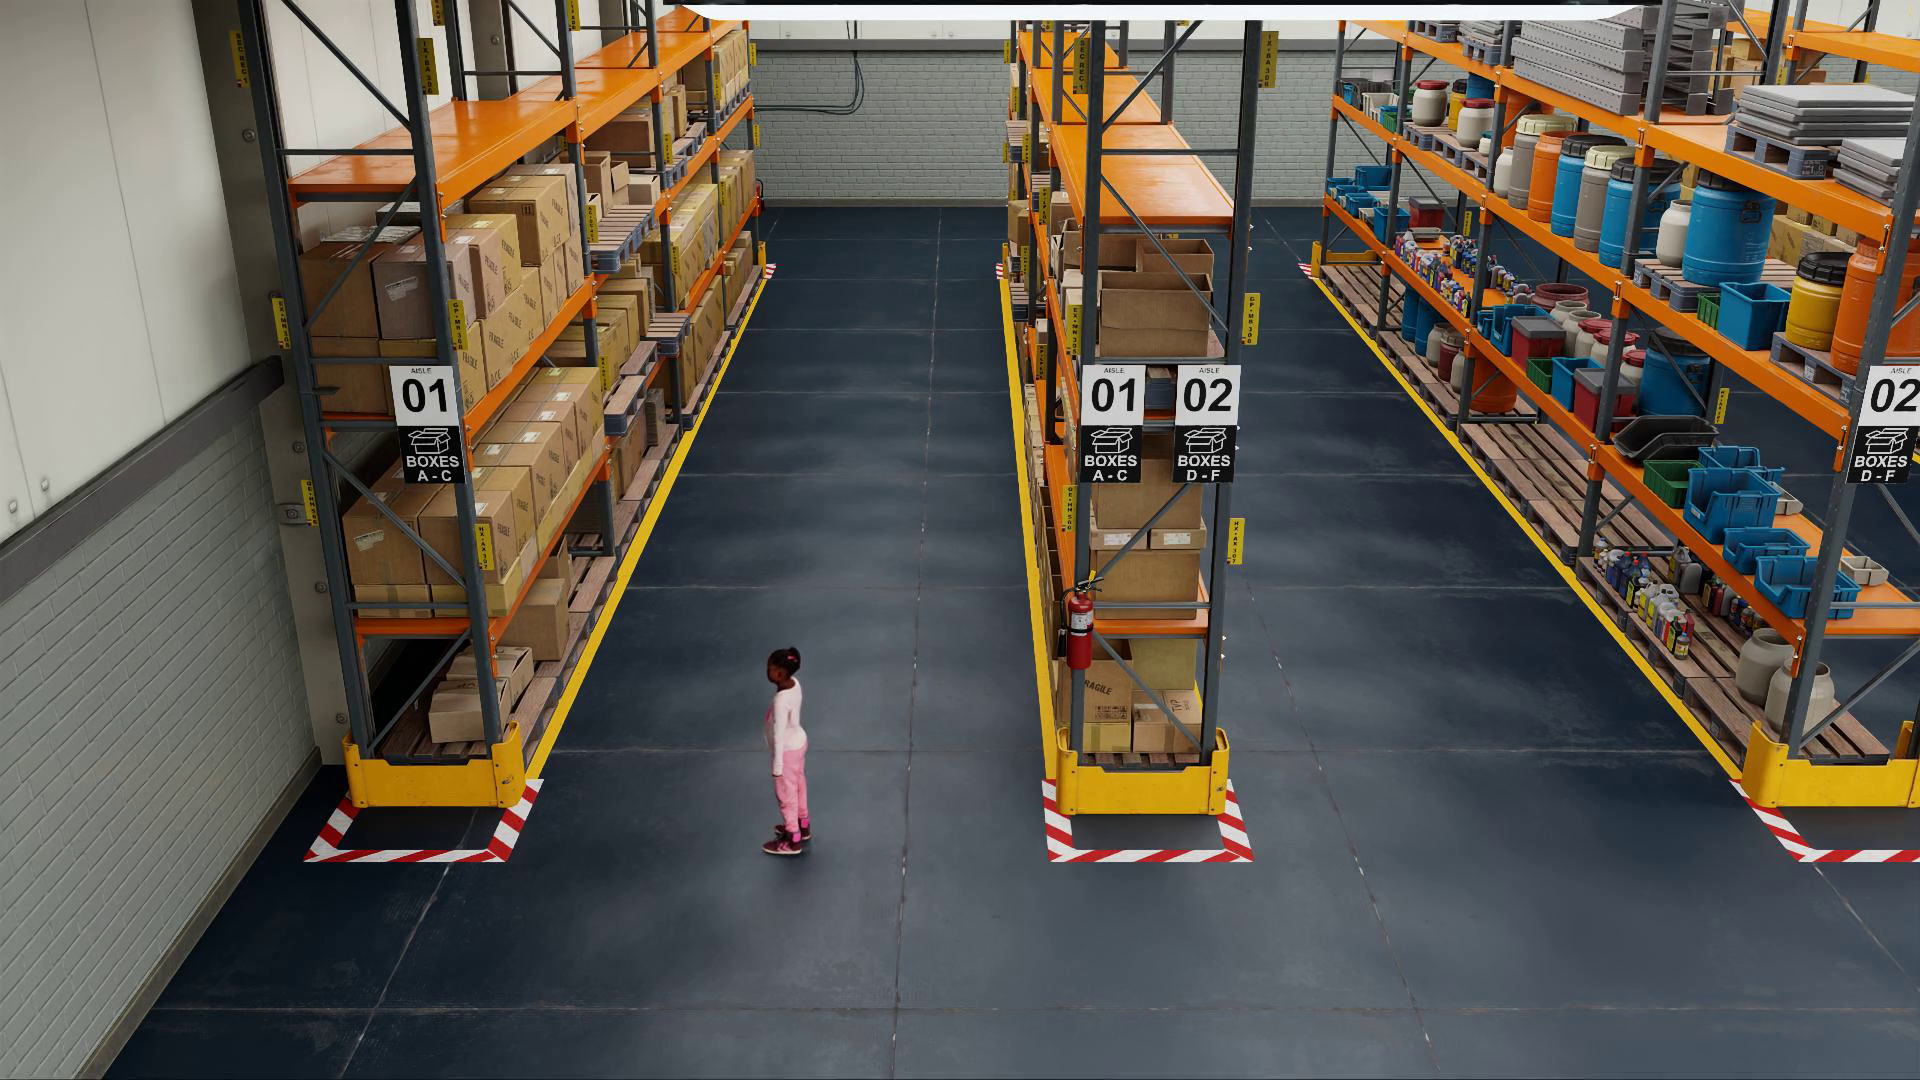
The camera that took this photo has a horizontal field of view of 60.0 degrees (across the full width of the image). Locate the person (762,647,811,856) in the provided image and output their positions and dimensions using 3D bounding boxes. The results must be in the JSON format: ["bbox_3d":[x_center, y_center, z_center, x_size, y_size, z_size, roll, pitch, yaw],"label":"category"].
[{"bbox_3d":[-1.118,1.359,10.960,0.632,1.446,0.487,3,22,8],"label":"person"}]
